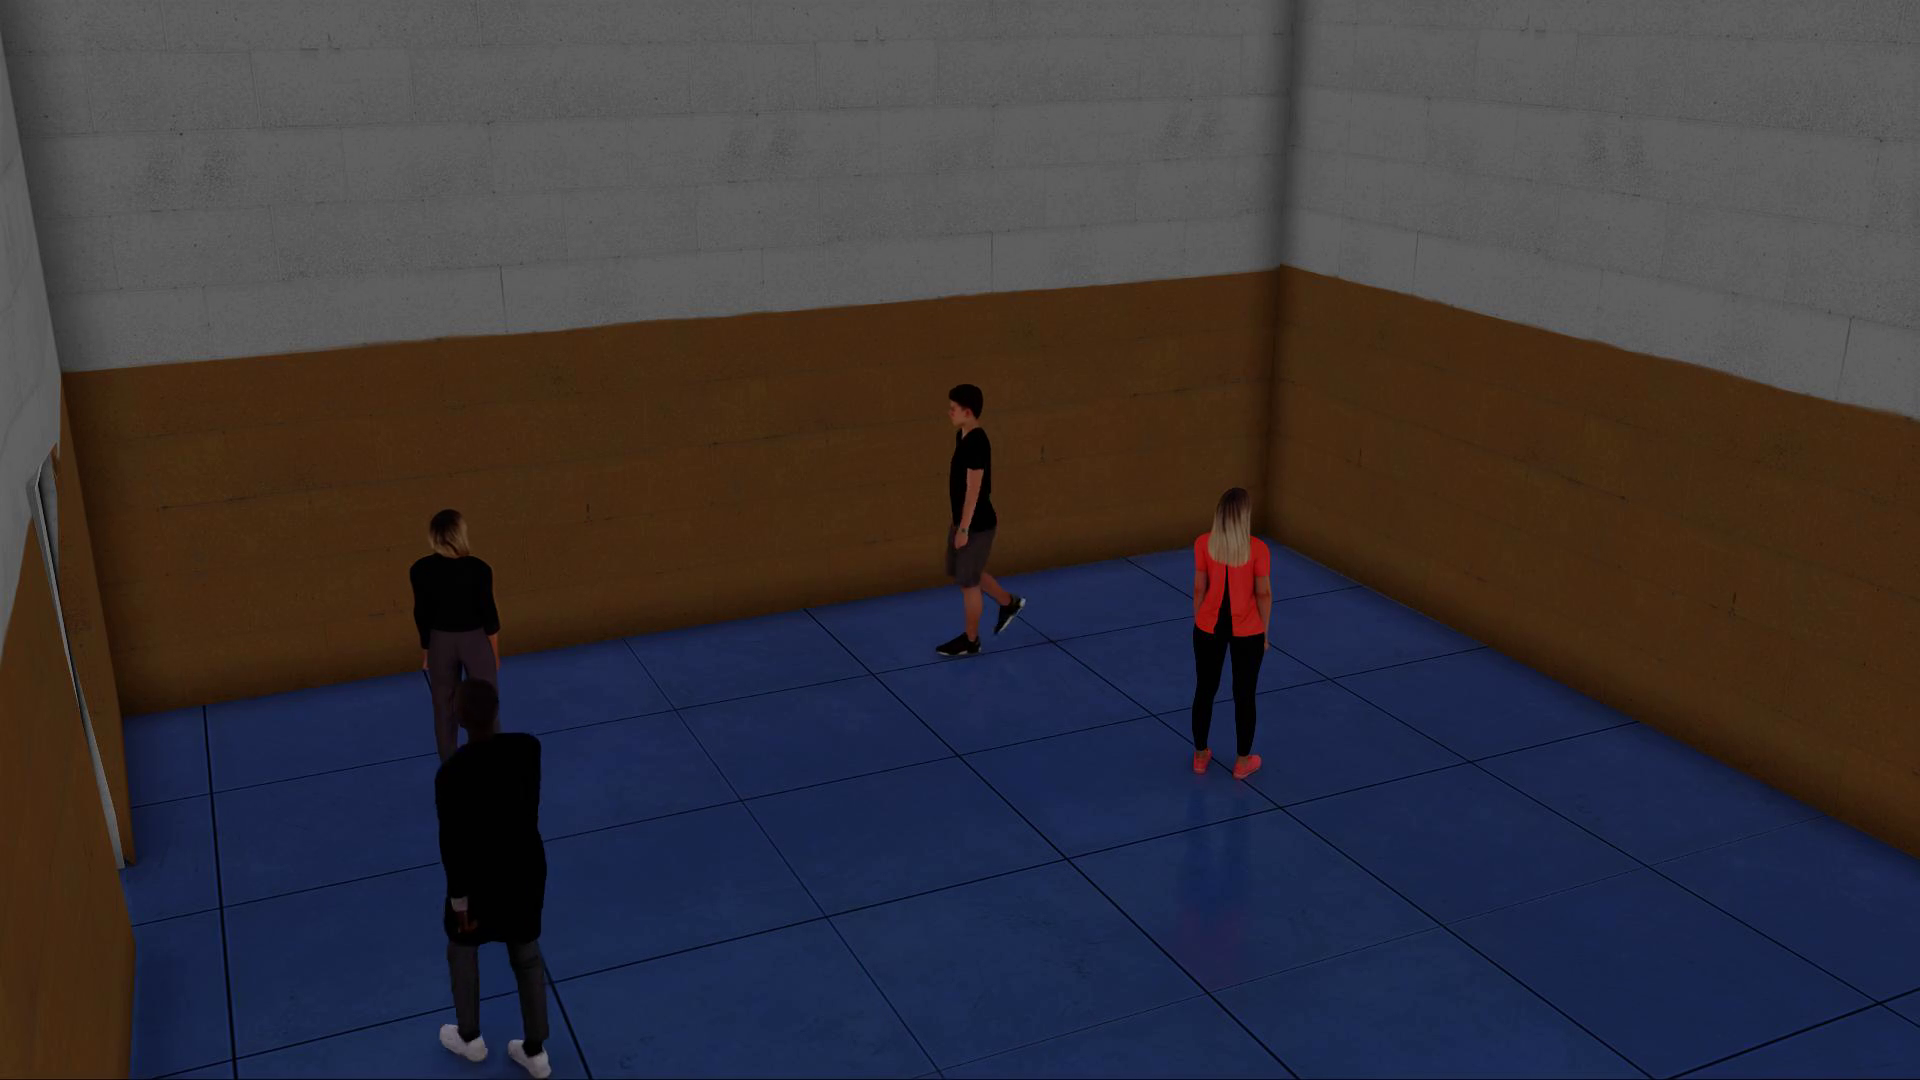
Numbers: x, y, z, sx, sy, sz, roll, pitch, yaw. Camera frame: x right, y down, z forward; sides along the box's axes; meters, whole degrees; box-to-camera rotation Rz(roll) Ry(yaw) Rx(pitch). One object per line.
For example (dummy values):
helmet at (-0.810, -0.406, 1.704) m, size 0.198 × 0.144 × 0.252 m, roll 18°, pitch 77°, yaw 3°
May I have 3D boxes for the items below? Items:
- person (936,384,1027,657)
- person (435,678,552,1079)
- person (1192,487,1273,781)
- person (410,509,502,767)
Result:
person at (0.162, -0.126, 11.002) m, size 0.950 × 1.848 × 0.777 m, roll -3°, pitch 19°, yaw -10°
person at (-1.802, 1.391, 6.662) m, size 0.821 × 1.747 × 0.846 m, roll -17°, pitch 25°, yaw -41°
person at (1.508, 0.518, 9.335) m, size 0.672 × 1.694 × 0.723 m, roll 8°, pitch 20°, yaw 22°
person at (-2.711, 0.635, 9.022) m, size 0.592 × 1.671 × 0.723 m, roll -1°, pitch 19°, yaw -2°
